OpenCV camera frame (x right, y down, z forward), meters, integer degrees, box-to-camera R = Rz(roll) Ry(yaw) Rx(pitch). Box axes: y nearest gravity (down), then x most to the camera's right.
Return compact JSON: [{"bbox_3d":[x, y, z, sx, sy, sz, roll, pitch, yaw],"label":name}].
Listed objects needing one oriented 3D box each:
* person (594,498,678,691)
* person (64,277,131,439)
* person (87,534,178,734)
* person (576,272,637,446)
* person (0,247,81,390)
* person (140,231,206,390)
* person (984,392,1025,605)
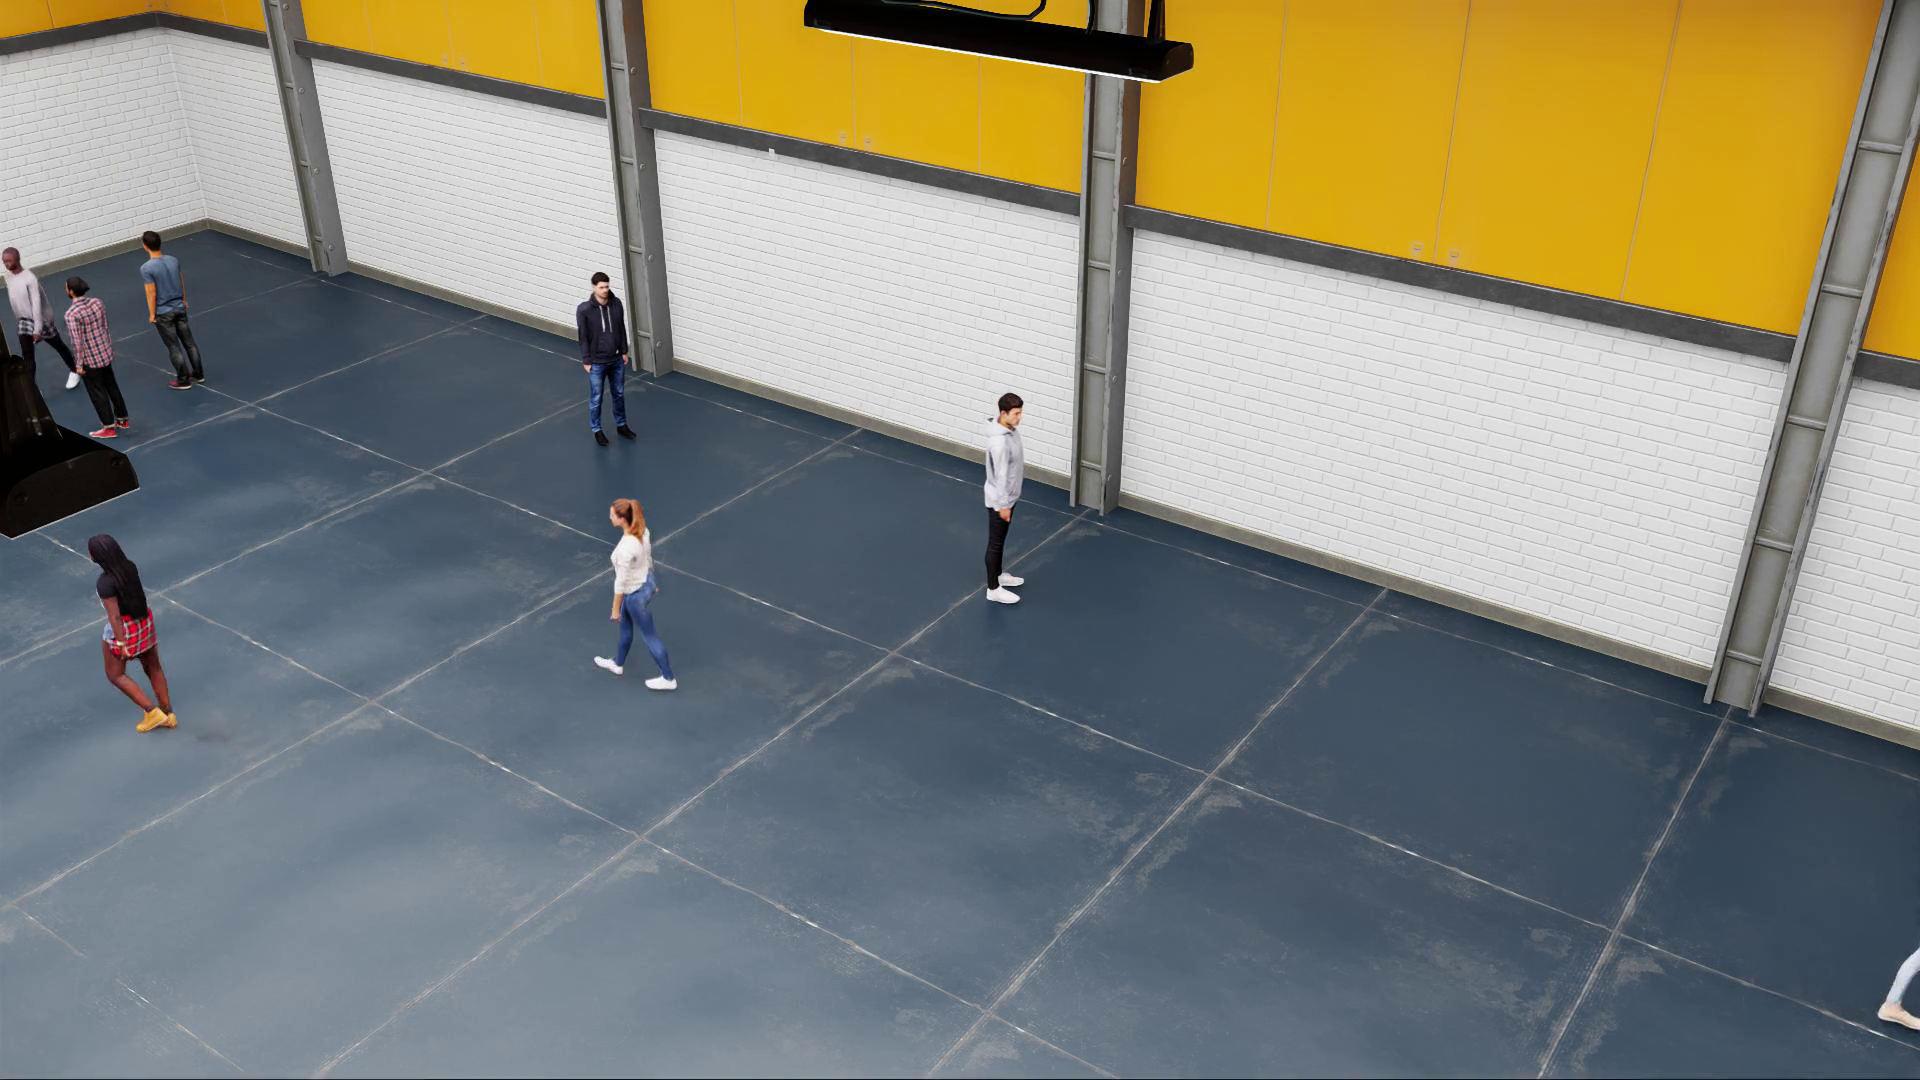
[{"bbox_3d":[-2.466,0.455,13.195,1.081,1.693,0.906,4,29,8],"label":"person"},{"bbox_3d":[-9.121,-1.938,17.511,0.756,1.761,0.784,5,29,10],"label":"person"},{"bbox_3d":[-6.225,0.731,12.669,0.764,1.712,0.725,4,29,7],"label":"person"},{"bbox_3d":[-3.706,-1.915,17.338,0.739,1.887,0.702,-18,34,-30],"label":"person"},{"bbox_3d":[-10.173,-2.430,18.451,1.179,1.724,0.966,6,29,11],"label":"person"},{"bbox_3d":[-8.858,-2.583,18.644,0.588,1.807,0.694,13,31,22],"label":"person"},{"bbox_3d":[0.358,-0.394,14.505,0.742,1.928,0.761,5,29,9],"label":"person"}]
